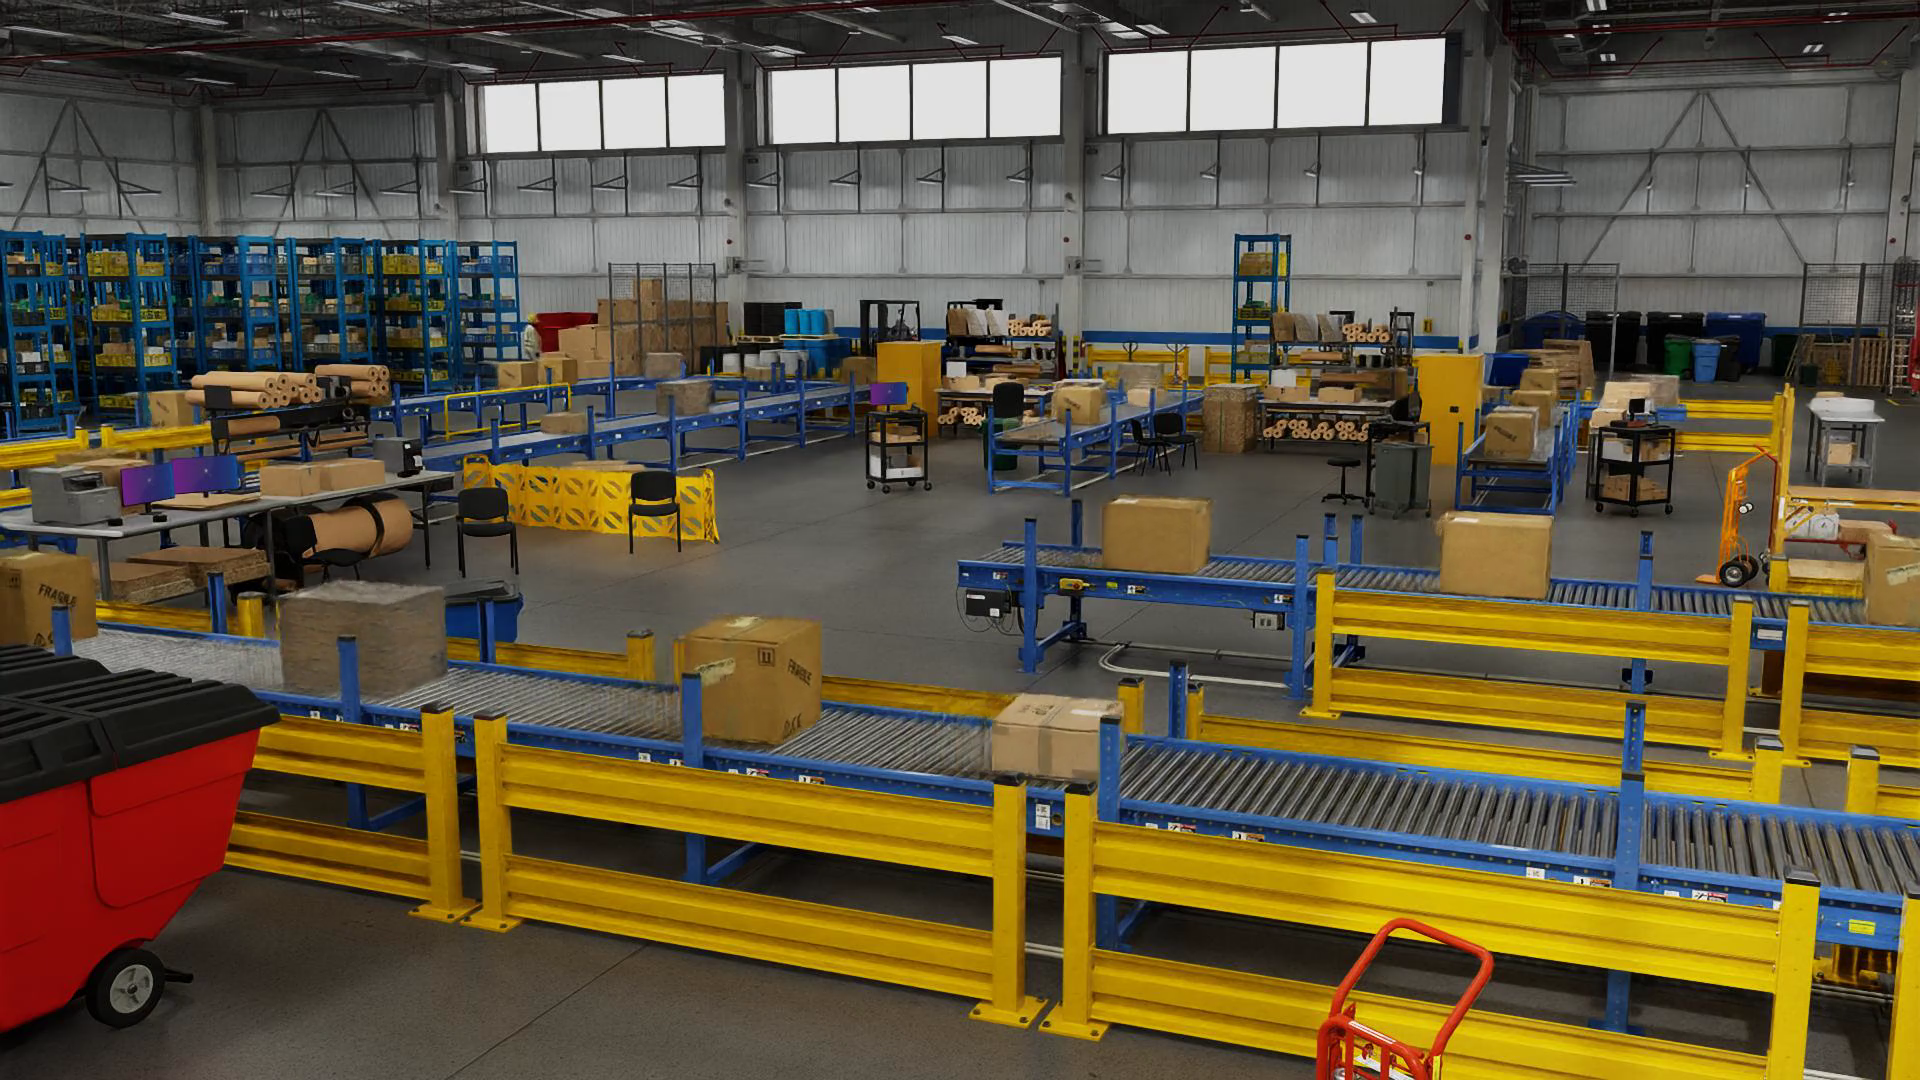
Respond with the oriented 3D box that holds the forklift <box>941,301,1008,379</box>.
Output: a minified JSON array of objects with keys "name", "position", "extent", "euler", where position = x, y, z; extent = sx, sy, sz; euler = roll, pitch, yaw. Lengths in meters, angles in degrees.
[{"name":"forklift","position":[0.365,-4.966,41.571],"extent":[1.157,1.987,2.680],"euler":[3,10,20]}]

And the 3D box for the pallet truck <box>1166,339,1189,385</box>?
[{"name":"pallet truck","position":[5.418,-4.269,40.420],"extent":[0.704,1.261,1.522],"euler":[3,10,20]}]

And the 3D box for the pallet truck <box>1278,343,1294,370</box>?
[{"name":"pallet truck","position":[7.886,-4.163,39.743],"extent":[0.653,1.274,1.630],"euler":[4,10,22]}]

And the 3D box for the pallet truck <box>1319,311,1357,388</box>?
[{"name":"pallet truck","position":[9.071,-4.419,39.190],"extent":[0.823,1.965,1.885],"euler":[5,10,26]}]

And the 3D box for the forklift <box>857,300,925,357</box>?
[{"name":"forklift","position":[-1.732,-5.109,42.468],"extent":[1.157,1.987,2.680],"euler":[4,10,22]}]

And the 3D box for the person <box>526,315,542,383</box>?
[{"name":"person","position":[-10.924,-4.879,42.654],"extent":[0.404,1.790,0.710],"euler":[-3,10,-19]}]

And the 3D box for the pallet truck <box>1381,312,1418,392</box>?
[{"name":"pallet truck","position":[10.207,-4.283,38.369],"extent":[0.823,1.965,1.885],"euler":[3,10,20]}]

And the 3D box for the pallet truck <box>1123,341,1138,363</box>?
[{"name":"pallet truck","position":[4.445,-4.380,41.279],"extent":[0.680,1.201,1.601],"euler":[4,10,22]}]
